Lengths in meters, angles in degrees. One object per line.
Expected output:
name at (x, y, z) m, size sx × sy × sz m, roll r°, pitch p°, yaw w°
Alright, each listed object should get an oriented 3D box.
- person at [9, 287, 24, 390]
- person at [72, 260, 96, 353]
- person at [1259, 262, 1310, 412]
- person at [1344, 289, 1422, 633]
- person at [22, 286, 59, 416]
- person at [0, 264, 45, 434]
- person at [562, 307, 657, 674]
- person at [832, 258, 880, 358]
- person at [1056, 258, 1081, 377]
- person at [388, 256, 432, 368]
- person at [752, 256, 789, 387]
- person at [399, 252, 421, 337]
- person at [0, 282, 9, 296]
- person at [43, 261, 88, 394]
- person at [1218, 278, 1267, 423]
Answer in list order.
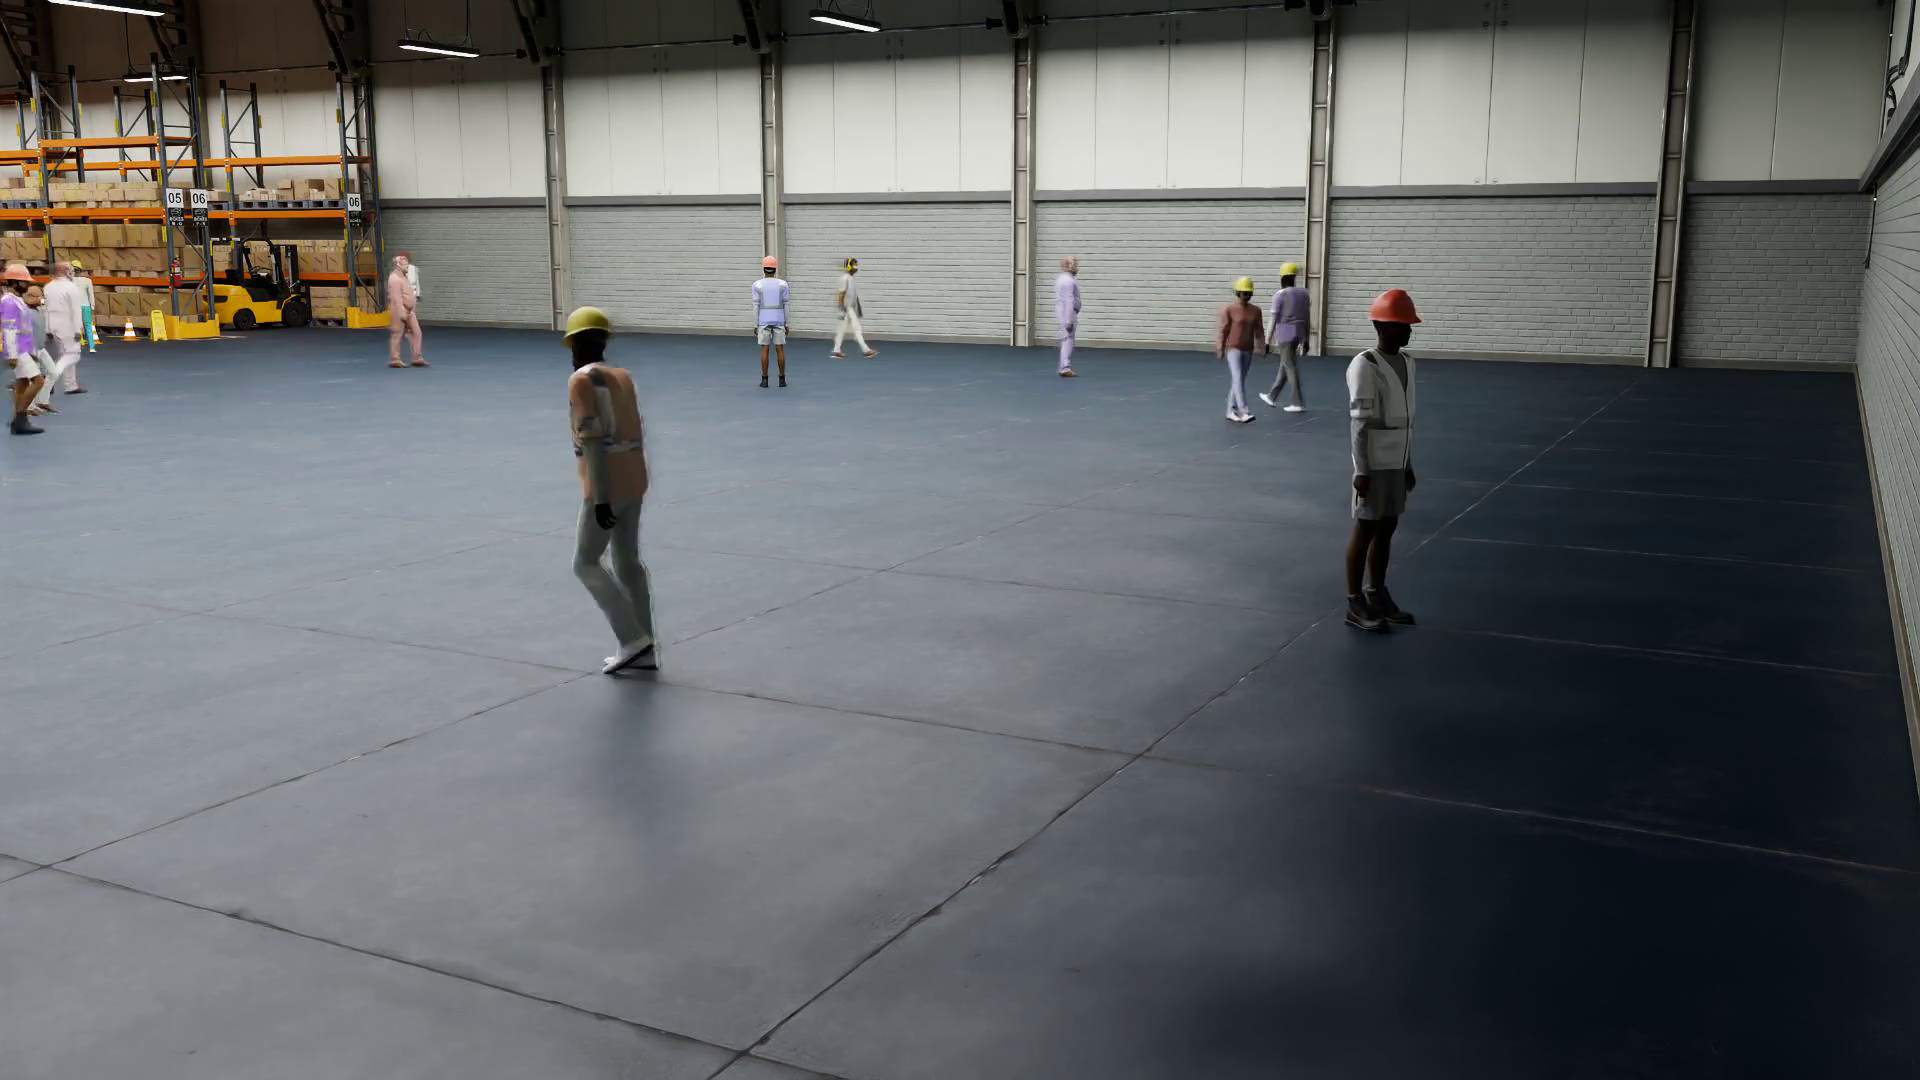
person at (-13.558, -2.979, 24.173) m, size 0.661 × 1.612 × 0.520 m, roll -4°, pitch 11°, yaw -19°
person at (-16.723, -4.416, 31.577) m, size 0.535 × 1.767 × 0.315 m, roll -6°, pitch 12°, yaw -30°
person at (4.115, -2.595, 21.303) m, size 0.612 × 1.883 × 0.926 m, roll -8°, pitch 13°, yaw -36°
person at (2.436, -0.441, 9.468) m, size 0.551 × 1.936 × 0.388 m, roll -10°, pitch 14°, yaw -44°
person at (-11.448, -2.341, 20.674) m, size 0.486 × 1.615 × 0.533 m, roll -2°, pitch 11°, yaw -9°
person at (-10.553, -2.136, 18.737) m, size 0.421 × 1.921 × 0.542 m, roll -4°, pitch 11°, yaw -23°
person at (-1.826, -0.252, 8.578) m, size 0.581 × 1.871 × 0.631 m, roll 4°, pitch 11°, yaw 19°
person at (-1.933, -4.229, 30.402) m, size 0.961 × 1.817 × 0.551 m, roll 3°, pitch 11°, yaw 15°
person at (1.760, -3.538, 26.547) m, size 0.467 × 1.894 × 0.677 m, roll -2°, pitch 11°, yaw -9°
person at (-9.329, -3.848, 28.158) m, size 0.802 × 1.874 × 0.665 m, roll 0°, pitch 10°, yaw 2°
person at (-2.794, -3.221, 24.588) m, size 0.545 × 1.938 × 0.355 m, roll -2°, pitch 11°, yaw -13°
person at (-12.234, -5.403, 36.658) m, size 0.557 × 1.867 × 0.606 m, roll 5°, pitch 12°, yaw 27°
person at (-24.359, -6.528, 42.484) m, size 0.497 × 1.987 × 0.639 m, roll 3°, pitch 11°, yaw 17°
person at (-12.626, -2.959, 23.311) m, size 0.660 × 1.888 × 0.718 m, roll 5°, pitch 12°, yaw 27°
person at (3.408, -2.243, 19.797) m, size 0.552 × 1.725 × 0.853 m, roll -4°, pitch 11°, yaw -22°
